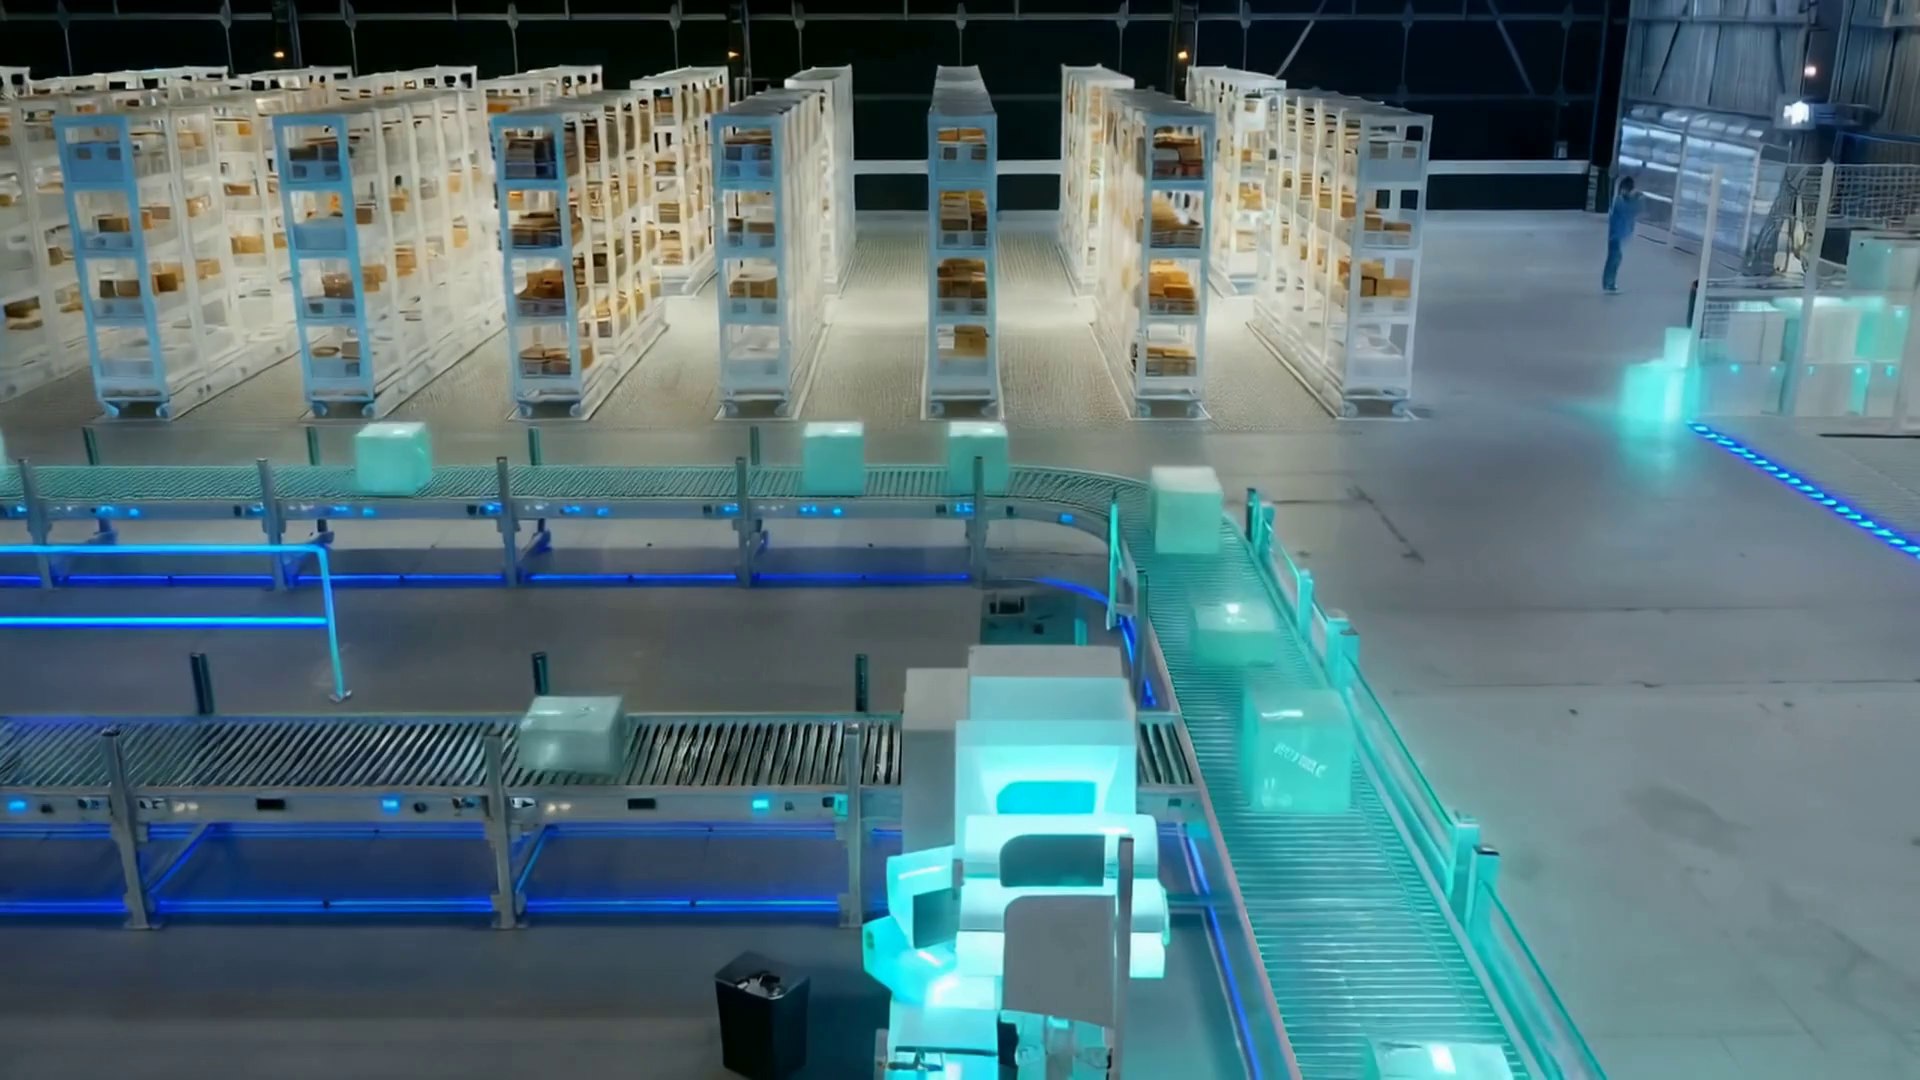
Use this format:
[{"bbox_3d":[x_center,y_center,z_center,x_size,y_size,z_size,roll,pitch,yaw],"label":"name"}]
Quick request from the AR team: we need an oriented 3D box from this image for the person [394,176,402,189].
[{"bbox_3d":[-11.047,-6.614,33.089,0.580,1.805,0.772,2,18,6],"label":"person"}]

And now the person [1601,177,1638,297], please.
[{"bbox_3d":[11.225,-5.152,28.283,0.396,1.993,0.617,3,18,8],"label":"person"}]
